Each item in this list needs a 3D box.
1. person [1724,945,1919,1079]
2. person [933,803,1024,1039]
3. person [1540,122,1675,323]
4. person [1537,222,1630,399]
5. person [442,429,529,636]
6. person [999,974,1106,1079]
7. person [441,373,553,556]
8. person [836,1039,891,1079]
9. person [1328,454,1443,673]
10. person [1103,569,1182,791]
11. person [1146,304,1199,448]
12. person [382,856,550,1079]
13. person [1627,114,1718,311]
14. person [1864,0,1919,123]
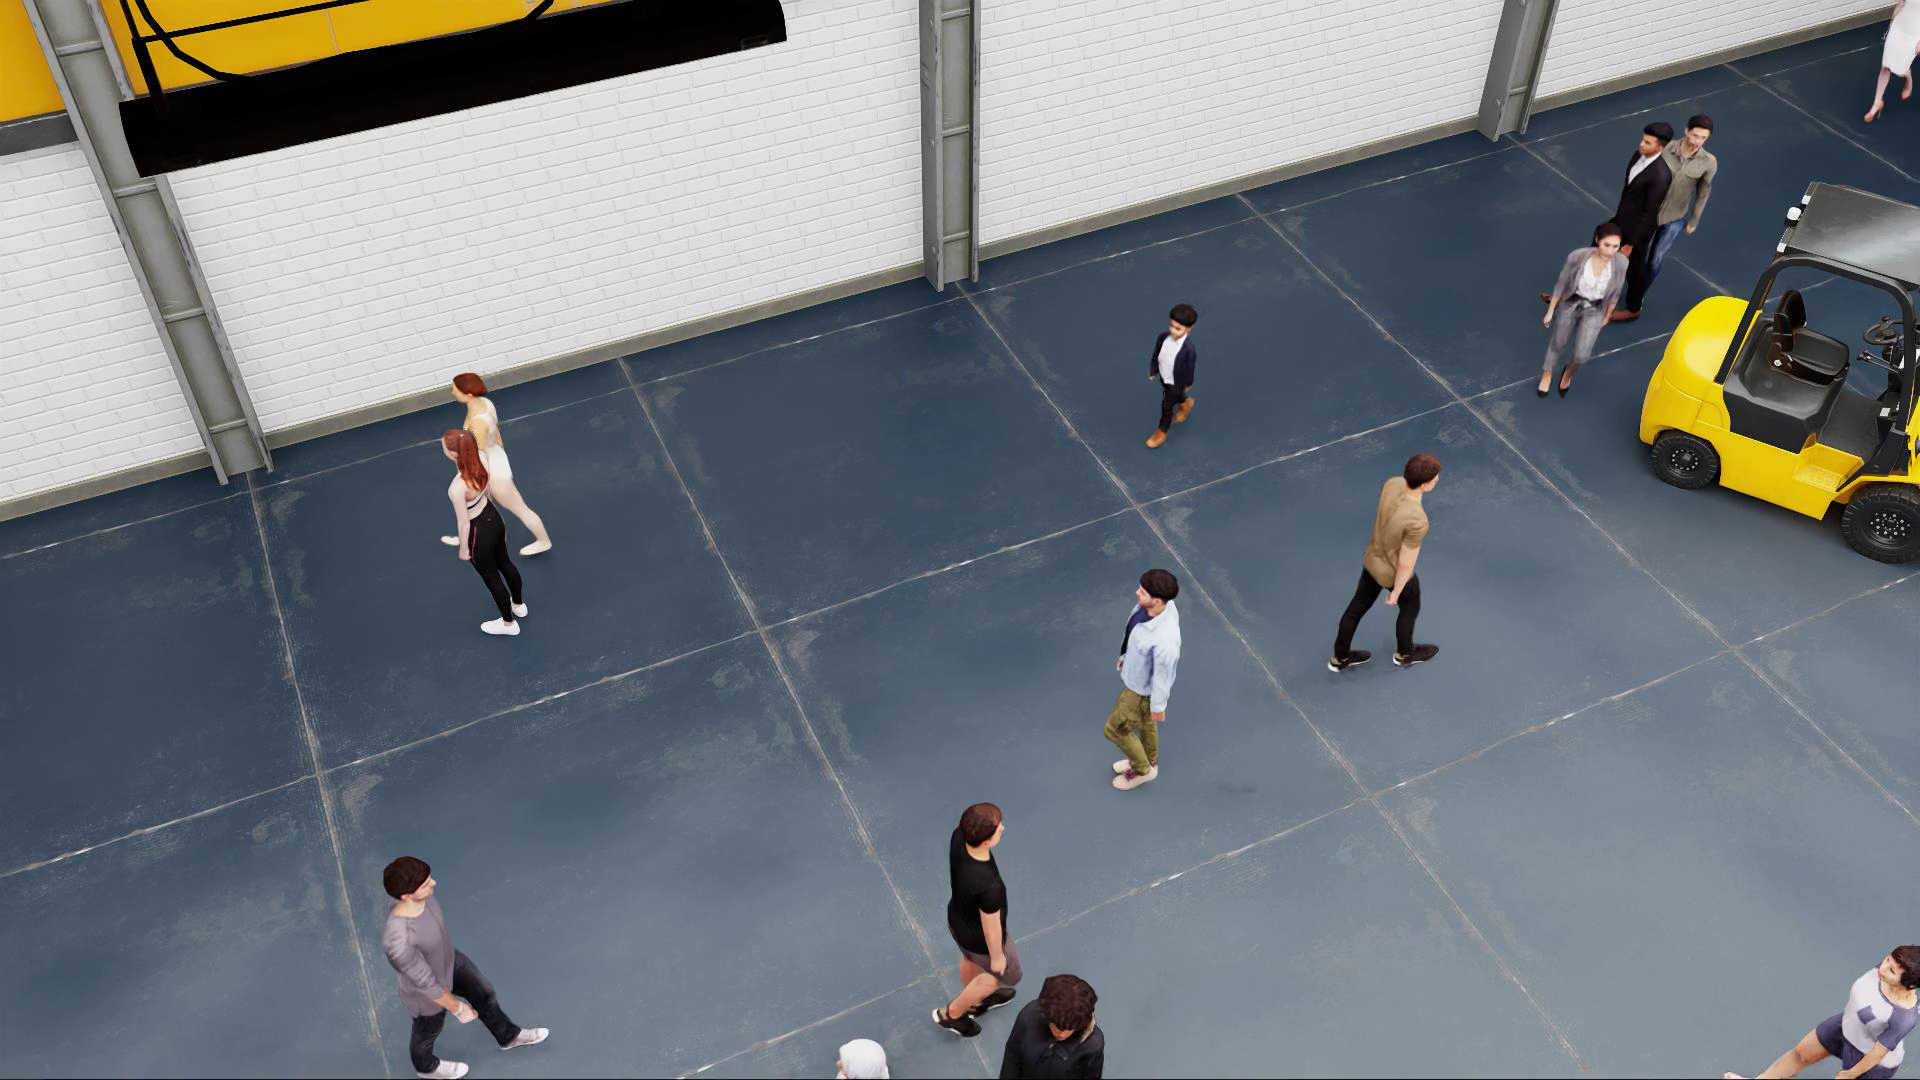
[{"bbox_3d":[4.659,2.550,8.437,1.022,1.536,0.863,4,44,4],"label":"person"},{"bbox_3d":[0.023,2.032,8.749,0.759,1.857,0.698,-15,46,-15],"label":"person"},{"bbox_3d":[5.578,-2.553,13.572,1.190,1.842,0.930,-4,44,-4],"label":"person"},{"bbox_3d":[4.830,-1.800,12.914,0.747,1.659,0.807,18,46,18],"label":"person"},{"bbox_3d":[-3.155,-0.058,11.027,0.710,1.740,0.668,10,45,11],"label":"person"},{"bbox_3d":[0.471,2.596,8.239,1.063,1.743,1.213,21,47,21],"label":"person"},{"bbox_3d":[-3.157,-0.493,11.578,1.014,1.609,0.653,-11,45,-11],"label":"person"},{"bbox_3d":[-0.438,2.875,7.922,0.667,1.776,0.684,0,44,0],"label":"person"},{"bbox_3d":[2.675,0.189,10.708,1.006,1.823,0.723,-13,45,-14],"label":"person"},{"bbox_3d":[1.207,0.850,10.030,0.813,1.800,0.798,2,44,2],"label":"person"},{"bbox_3d":[1.668,-1.313,12.728,0.873,1.210,0.632,-29,51,-27],"label":"person"},{"bbox_3d":[-2.820,2.249,8.546,1.061,1.822,0.901,-1,44,-1],"label":"person"},{"bbox_3d":[5.836,-2.748,13.768,0.924,1.854,0.986,23,48,22],"label":"person"},{"bbox_3d":[9.209,-4.878,16.057,0.774,1.781,0.603,-20,47,-19],"label":"person"}]
